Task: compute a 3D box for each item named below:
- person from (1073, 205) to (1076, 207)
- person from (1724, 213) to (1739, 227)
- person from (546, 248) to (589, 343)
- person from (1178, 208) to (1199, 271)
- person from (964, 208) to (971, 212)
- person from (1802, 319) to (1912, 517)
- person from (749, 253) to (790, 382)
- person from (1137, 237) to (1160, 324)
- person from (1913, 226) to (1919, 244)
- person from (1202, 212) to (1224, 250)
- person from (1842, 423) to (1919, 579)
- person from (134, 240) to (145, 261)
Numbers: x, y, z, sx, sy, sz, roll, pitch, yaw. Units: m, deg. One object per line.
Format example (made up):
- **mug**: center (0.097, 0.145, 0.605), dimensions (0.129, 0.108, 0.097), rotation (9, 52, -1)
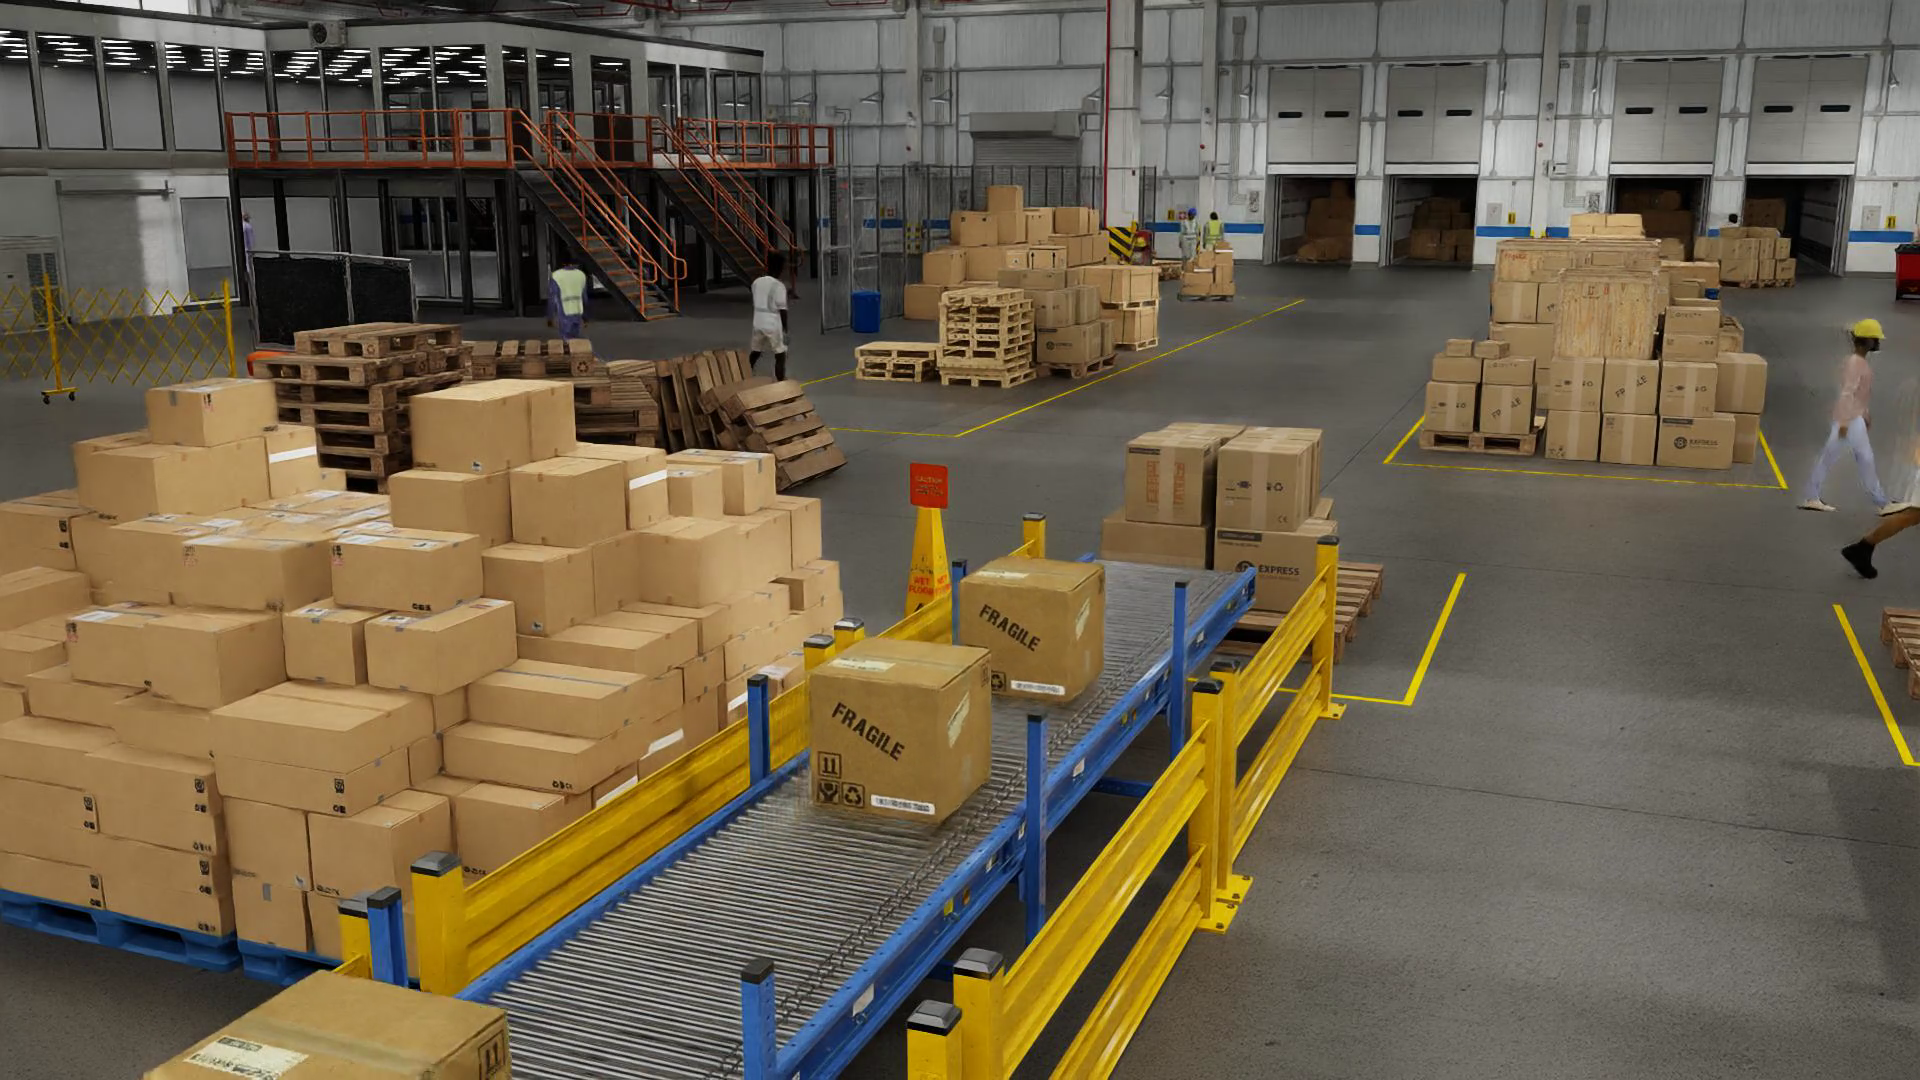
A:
- **person**: center (3.433, -8.920, 49.262), dimensions (0.622, 1.968, 0.774), rotation (11, 17, 42)
- **person**: center (21.192, -8.069, 45.755), dimensions (0.444, 1.828, 0.653), rotation (1, 13, 4)
- **person**: center (-5.629, -3.234, 23.918), dimensions (0.452, 1.903, 0.608), rotation (9, 16, 36)
- **person**: center (6.611, -8.605, 47.973), dimensions (0.642, 1.908, 0.477), rotation (-4, 13, -16)
- **person**: center (0.237, -8.781, 48.829), dimensions (1.012, 1.878, 0.571), rotation (-12, 17, -42)
- **person**: center (7.905, -1.060, 14.538), dimensions (0.877, 1.717, 0.547), rotation (7, 14, 29)
- **person**: center (-2.562, -2.794, 21.886), dimensions (0.836, 1.931, 0.570), rotation (10, 16, 39)
- **person**: center (3.723, -5.075, 32.613), dimensions (0.458, 1.707, 0.606), rotation (8, 15, 32)
- **person**: center (25.022, -7.517, 43.096), dimensions (0.607, 1.903, 0.702), rotation (4, 13, 15)
- **person**: center (7.348, -8.603, 48.226), dimensions (0.624, 1.811, 0.811), rotation (-1, 13, -3)
- **person**: center (7.019, -0.587, 12.045), dimensions (0.933, 1.912, 0.550), rotation (9, 16, 36)
- **person**: center (-21.863, -7.616, 44.212), dimensions (0.779, 1.603, 0.495), rotation (5, 13, 20)
